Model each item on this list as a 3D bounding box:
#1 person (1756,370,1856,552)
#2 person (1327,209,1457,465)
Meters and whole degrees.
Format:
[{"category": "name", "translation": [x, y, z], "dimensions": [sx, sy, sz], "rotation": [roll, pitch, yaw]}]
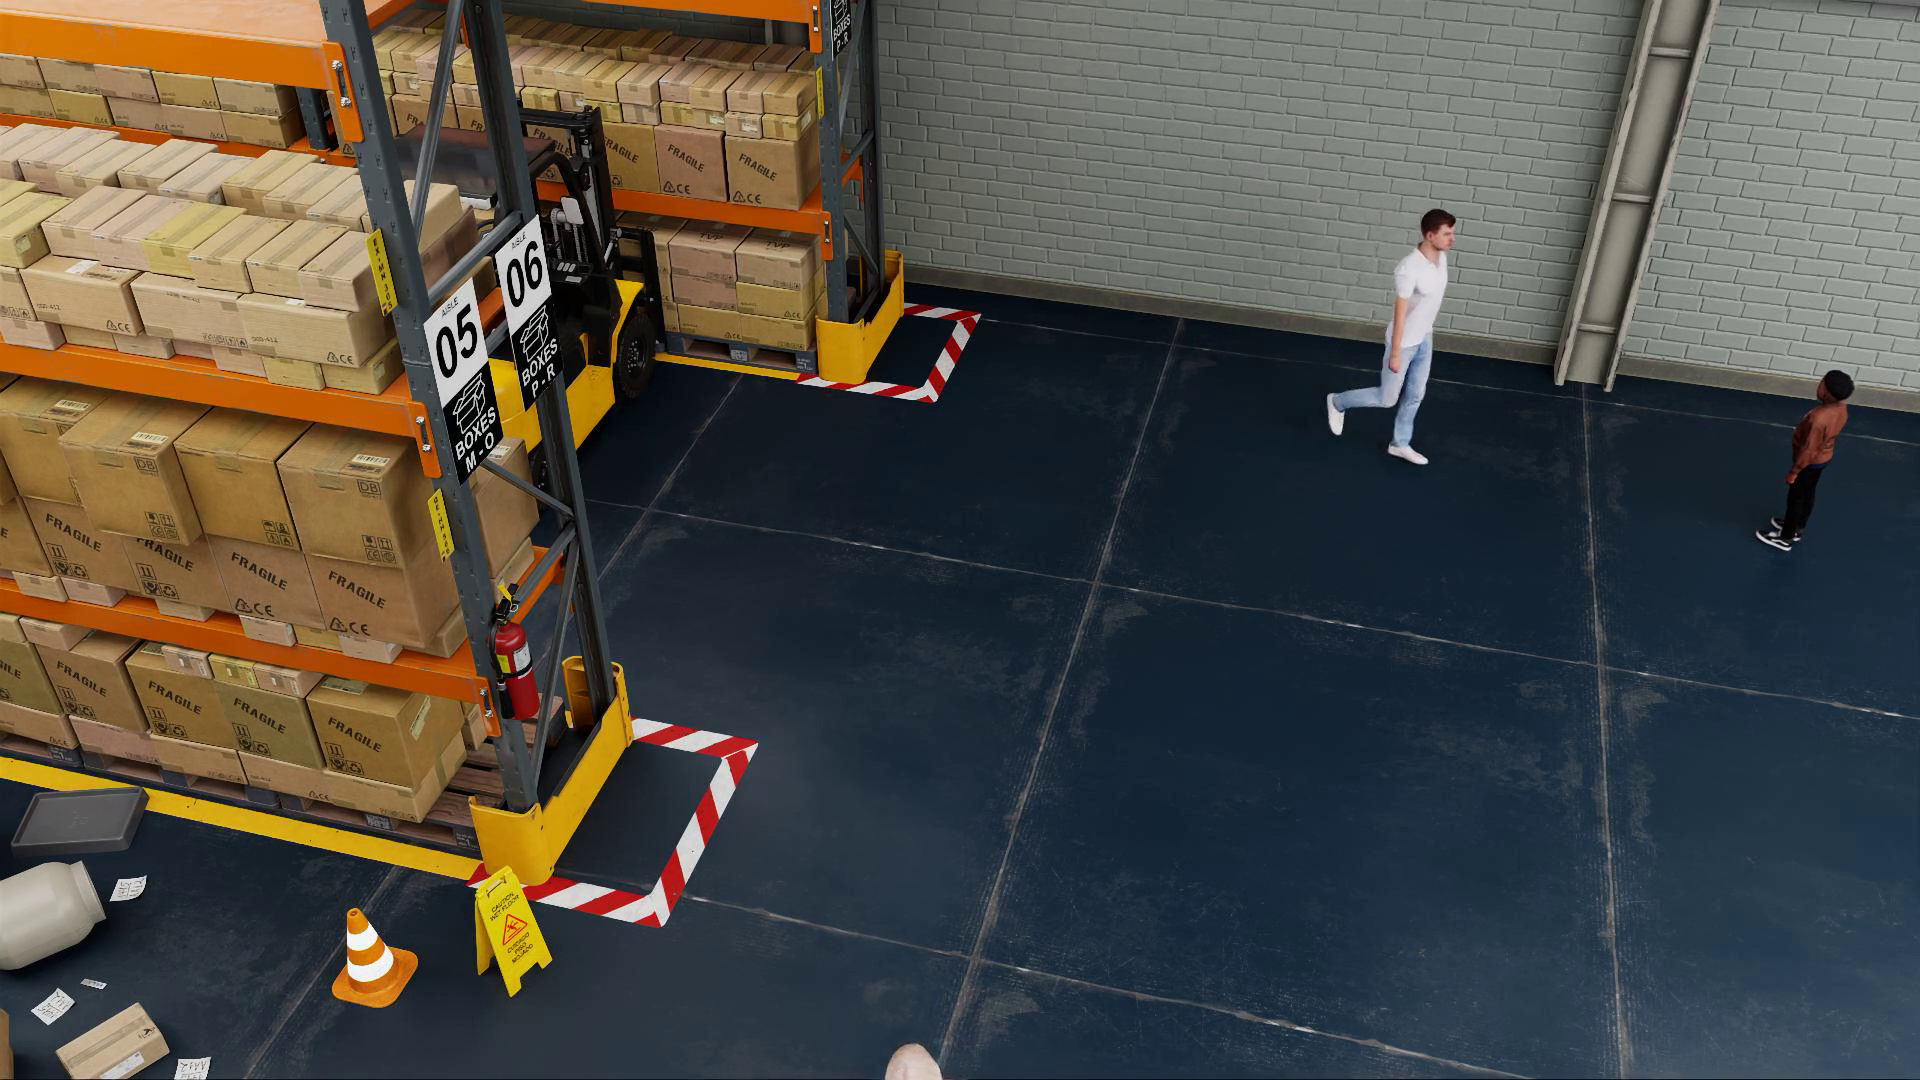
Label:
[{"category": "person", "translation": [5.276, -0.499, 10.304], "dimensions": [0.591, 1.254, 0.620], "rotation": [-27, 45, -31]}, {"category": "person", "translation": [2.865, -1.338, 10.931], "dimensions": [0.949, 1.831, 1.098], "rotation": [-31, 47, -34]}]
